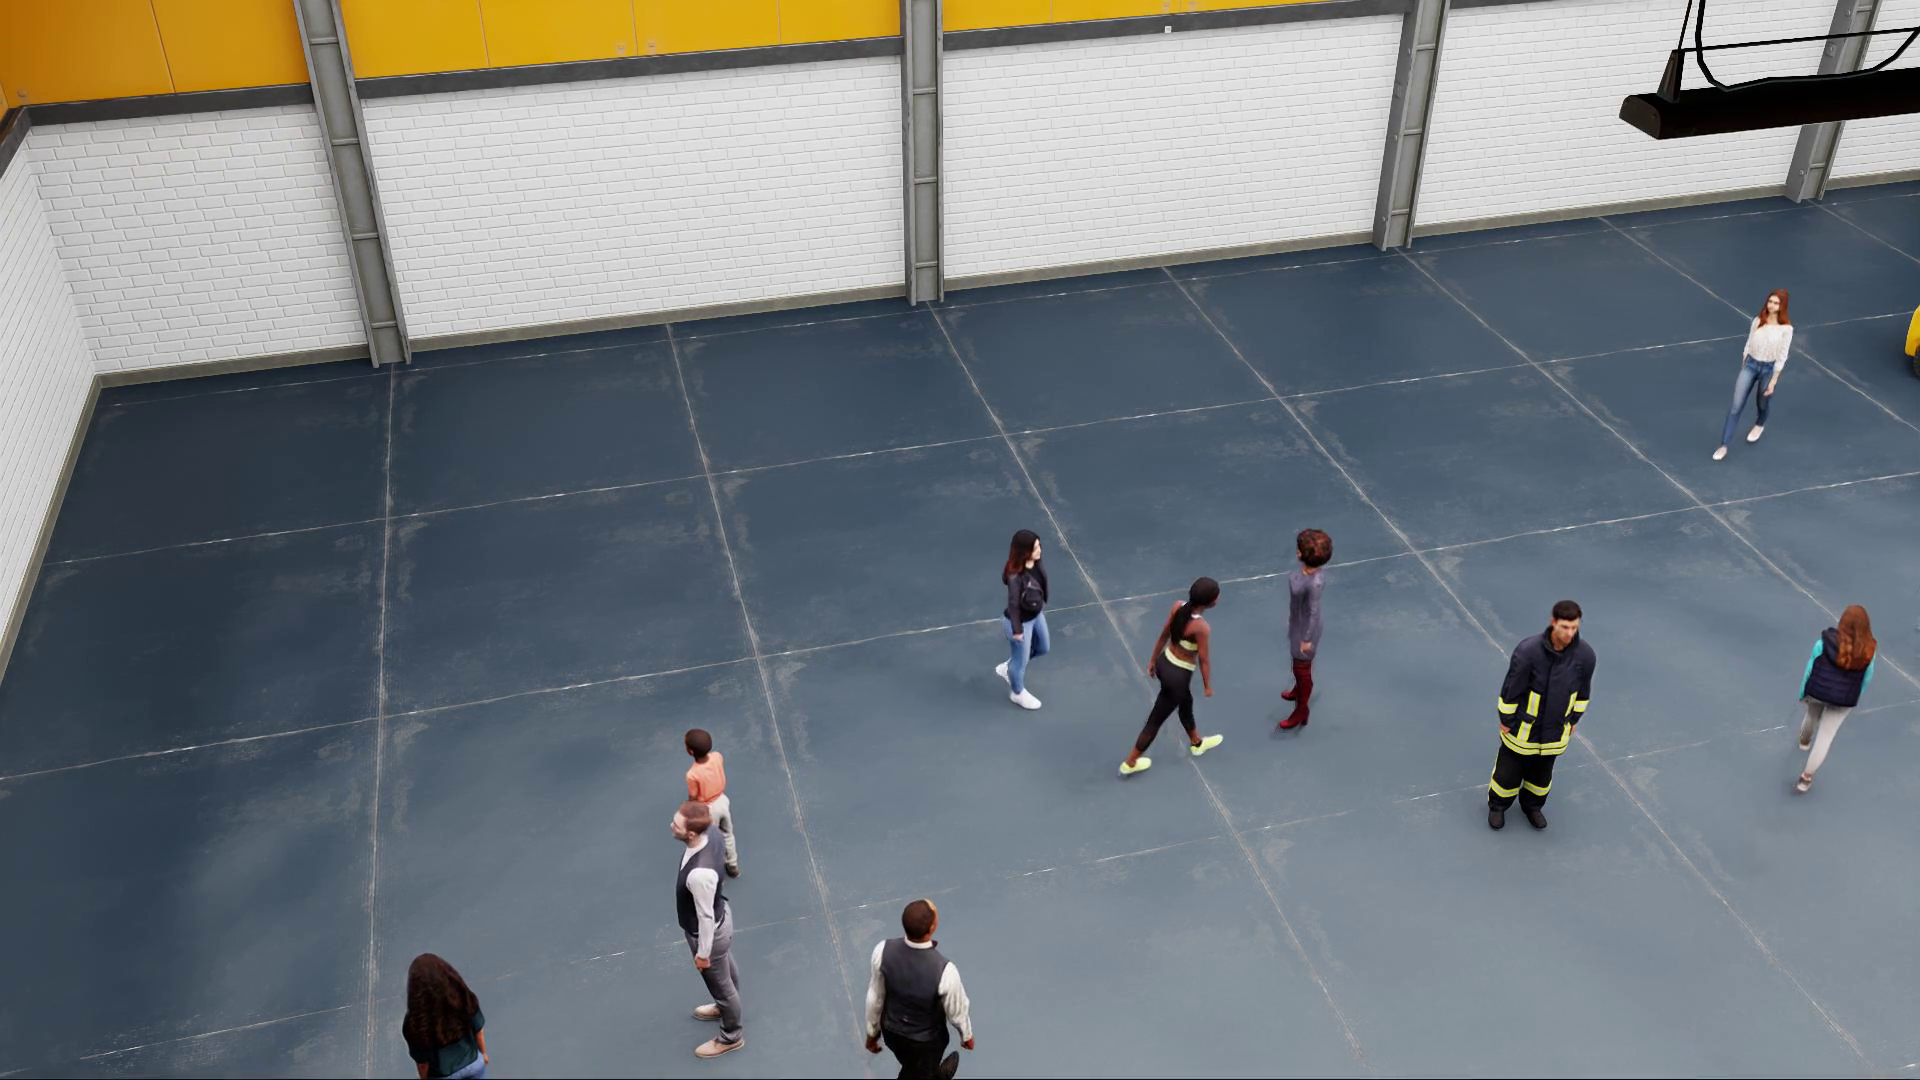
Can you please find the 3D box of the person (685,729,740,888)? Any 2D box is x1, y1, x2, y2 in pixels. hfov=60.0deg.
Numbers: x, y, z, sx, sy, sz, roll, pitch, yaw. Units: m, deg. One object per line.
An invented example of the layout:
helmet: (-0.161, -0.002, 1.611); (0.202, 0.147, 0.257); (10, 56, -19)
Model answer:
person: (-1.686, 1.819, 11.296); (0.606, 1.306, 0.531); (25, 41, 33)

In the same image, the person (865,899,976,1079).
person: (-0.300, 2.833, 9.259); (1.267, 1.872, 1.309); (16, 37, 23)

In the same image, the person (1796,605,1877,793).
person: (6.342, 1.177, 12.123); (0.979, 1.460, 1.044); (19, 38, 26)

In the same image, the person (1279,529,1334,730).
person: (2.632, 0.665, 12.671); (0.633, 1.706, 0.673); (1, 34, 1)

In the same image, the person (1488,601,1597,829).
person: (4.062, 1.209, 11.653); (0.711, 1.926, 0.909); (0, 34, 0)

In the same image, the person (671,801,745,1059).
person: (-1.501, 2.312, 9.986); (0.592, 1.935, 0.687); (-4, 34, -6)

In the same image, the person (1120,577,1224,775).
person: (1.481, 1.034, 12.130); (1.100, 1.690, 0.651); (-18, 38, -25)

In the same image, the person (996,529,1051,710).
person: (0.431, 0.592, 12.852); (0.855, 1.626, 0.801); (15, 36, 21)

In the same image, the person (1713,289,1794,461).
person: (7.811, -1.636, 16.147); (0.989, 1.691, 1.179); (26, 42, 34)

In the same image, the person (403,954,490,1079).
person: (-2.845, 2.938, 9.332); (0.641, 1.616, 0.741); (-21, 39, -29)
